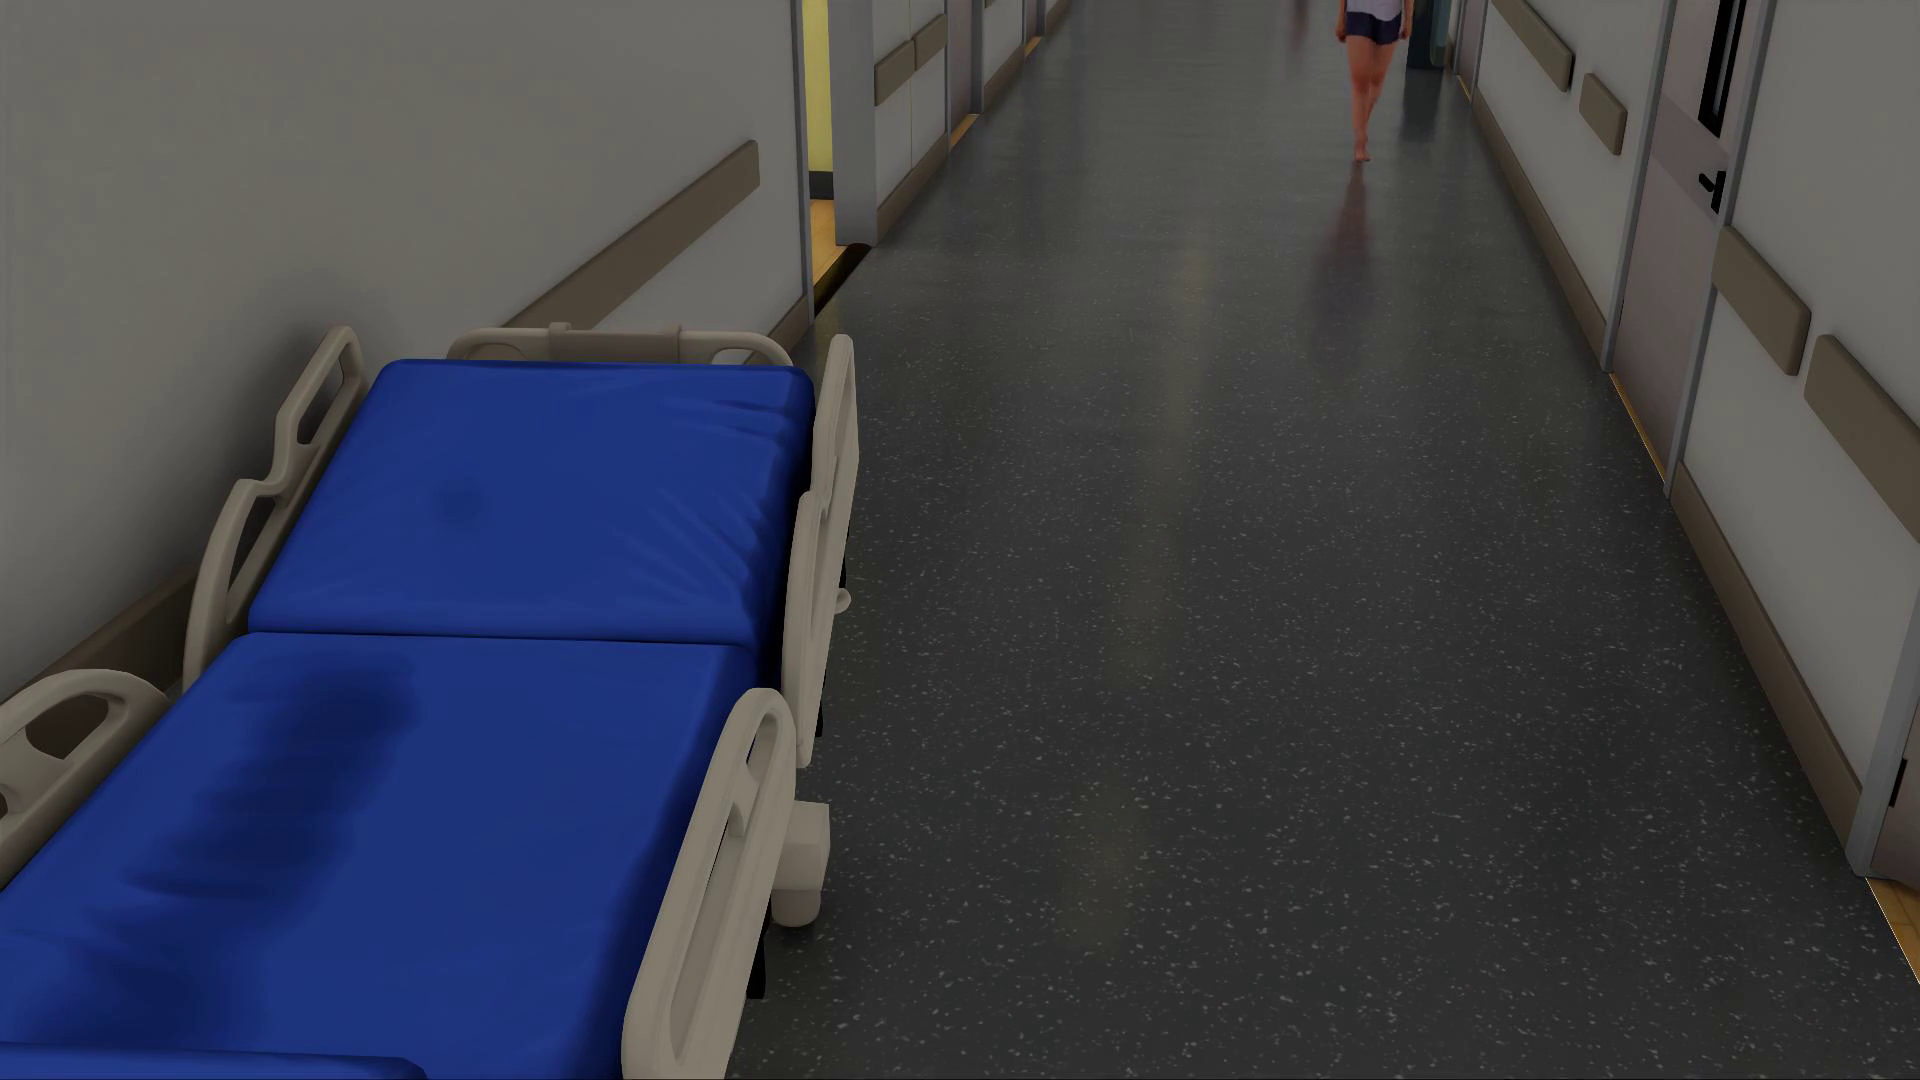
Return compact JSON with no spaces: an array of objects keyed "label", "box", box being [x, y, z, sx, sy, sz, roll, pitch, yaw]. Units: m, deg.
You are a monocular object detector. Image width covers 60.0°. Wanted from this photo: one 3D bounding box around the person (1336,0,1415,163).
[{"label":"person","box":[2.586,-3.250,10.385,1.064,1.664,0.724,2,26,5]}]
